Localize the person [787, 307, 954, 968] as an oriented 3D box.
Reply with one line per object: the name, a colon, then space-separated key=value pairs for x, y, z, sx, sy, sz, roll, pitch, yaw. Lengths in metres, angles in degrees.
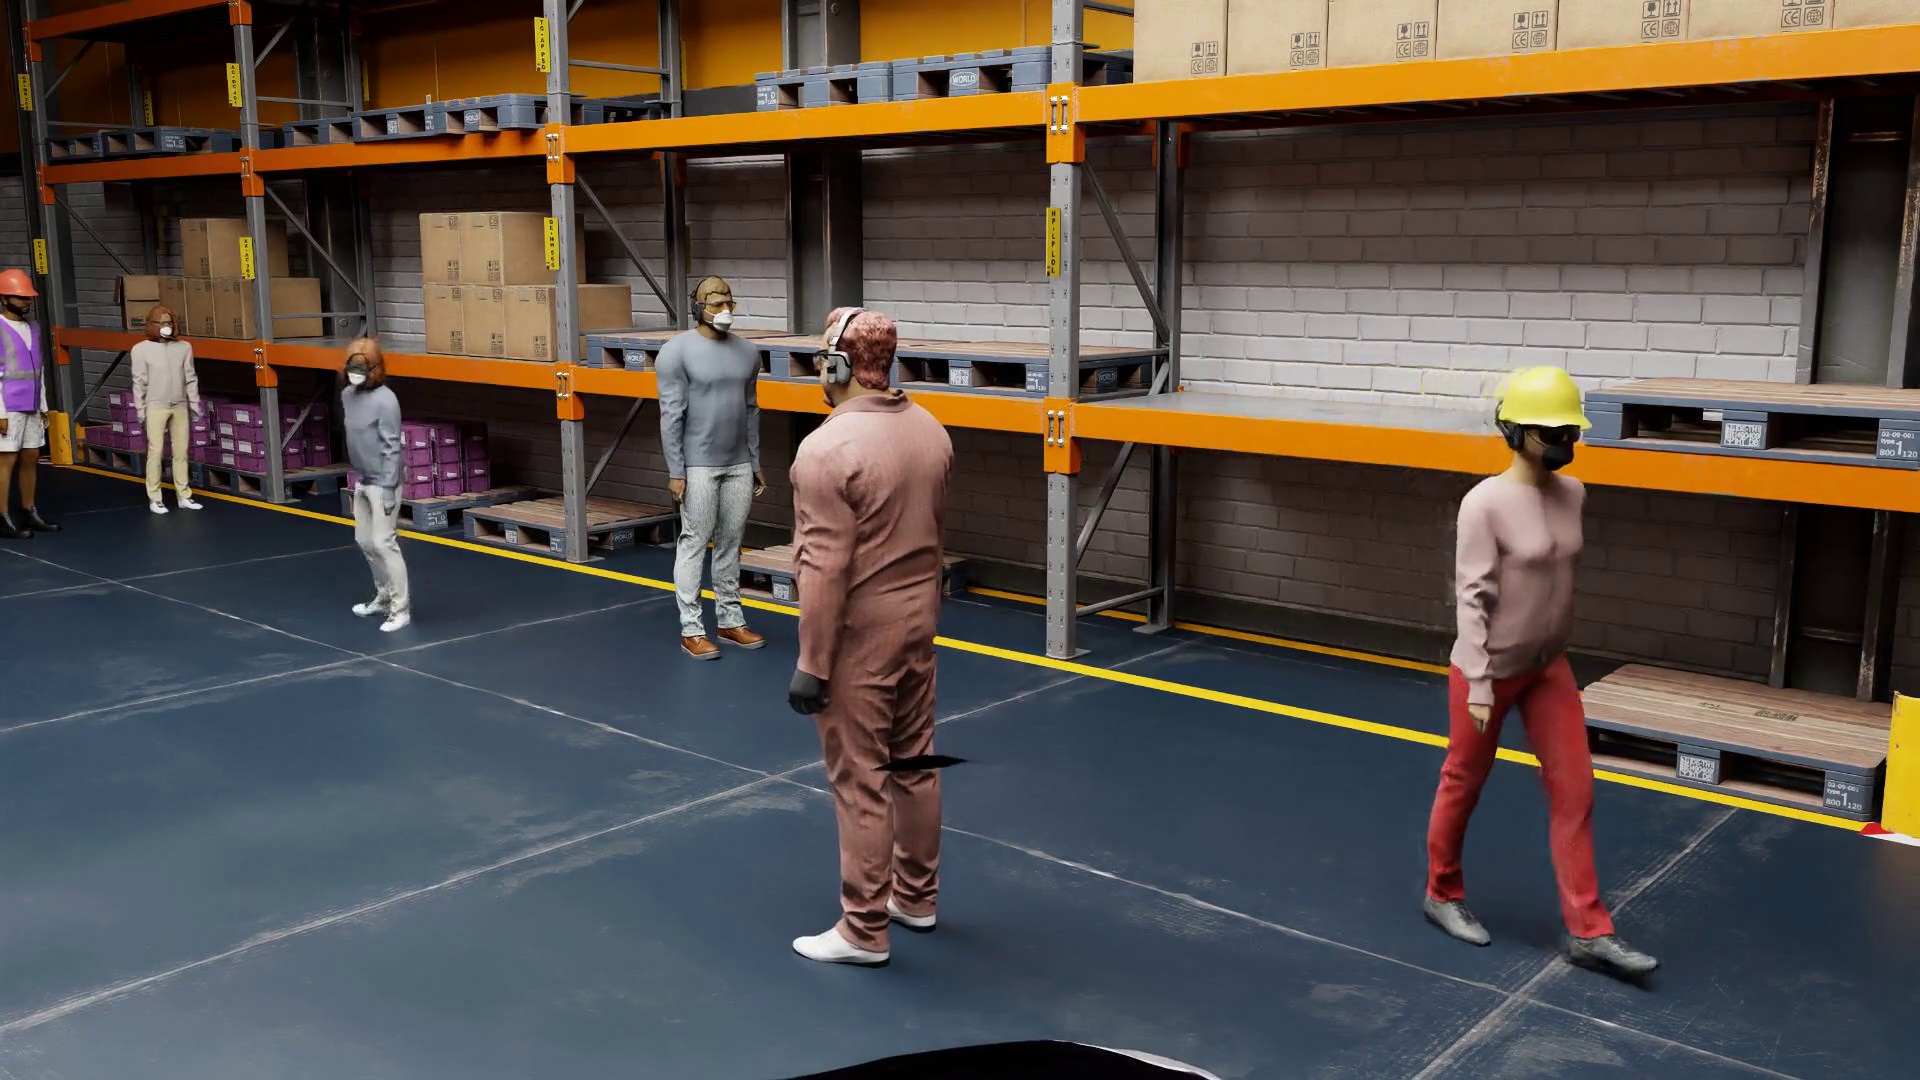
person: x=-0.287 y=0.284 z=4.846 sx=0.399 sy=1.909 sz=0.642 roll=6 pitch=12 yaw=32

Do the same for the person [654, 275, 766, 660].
person: x=-1.249 y=-0.373 z=8.497 sx=0.372 sy=1.940 sz=0.630 roll=8 pitch=13 yaw=40

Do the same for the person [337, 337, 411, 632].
person: x=-3.168 y=-0.300 z=9.014 sx=0.586 sy=1.604 sz=0.408 roll=9 pitch=13 yaw=42

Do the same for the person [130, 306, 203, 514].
person: x=-6.240 y=-1.022 z=13.085 sx=0.279 sy=1.627 sz=0.505 roll=7 pitch=12 yaw=33

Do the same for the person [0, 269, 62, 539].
person: x=-6.738 y=-0.971 z=11.951 sx=0.414 sy=1.929 sz=0.548 roll=1 pitch=10 yaw=8

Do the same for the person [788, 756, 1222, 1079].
person: x=-0.020 y=0.940 z=1.009 sx=0.551 sy=1.941 sz=0.340 roll=-3 pitch=10 yaw=-16

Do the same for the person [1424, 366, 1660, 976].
person: x=1.658 y=0.385 z=4.729 sx=0.553 sy=1.732 sz=0.818 roll=-6 pitch=11 yaw=-30
